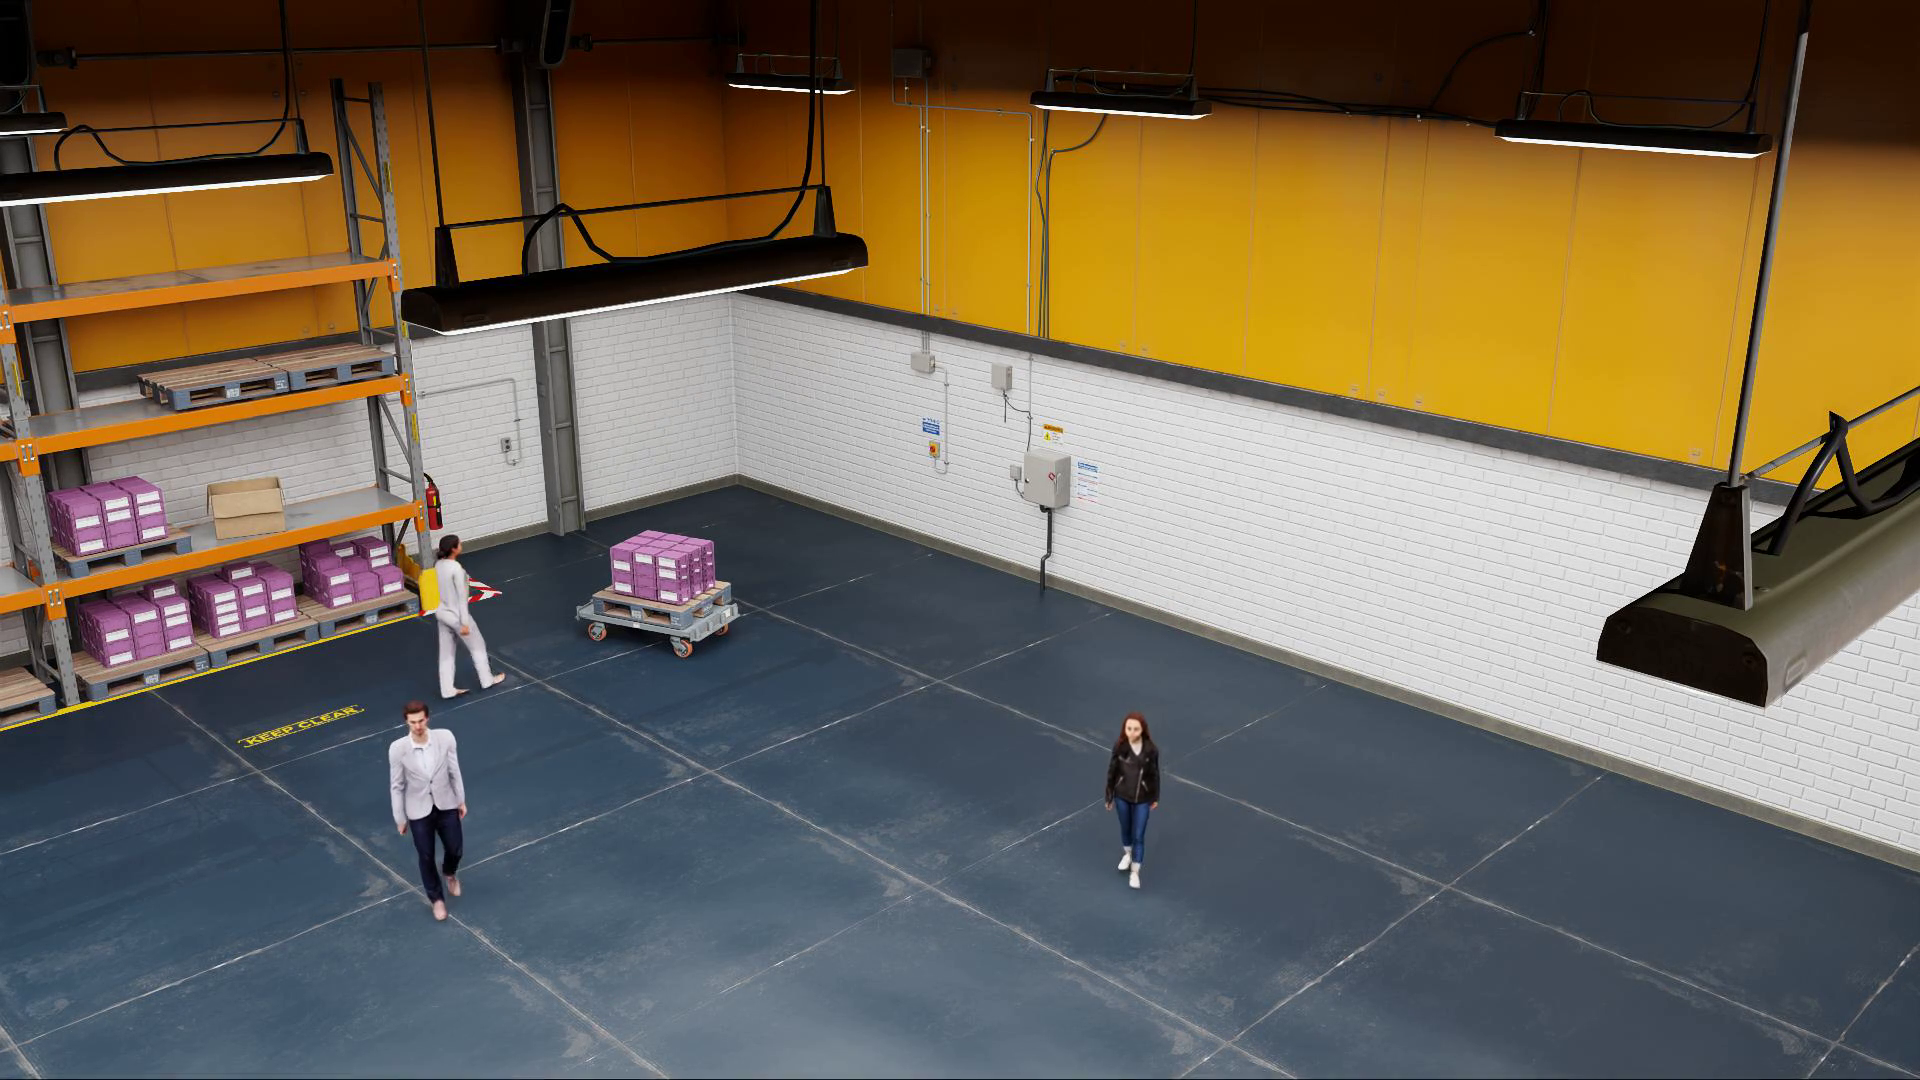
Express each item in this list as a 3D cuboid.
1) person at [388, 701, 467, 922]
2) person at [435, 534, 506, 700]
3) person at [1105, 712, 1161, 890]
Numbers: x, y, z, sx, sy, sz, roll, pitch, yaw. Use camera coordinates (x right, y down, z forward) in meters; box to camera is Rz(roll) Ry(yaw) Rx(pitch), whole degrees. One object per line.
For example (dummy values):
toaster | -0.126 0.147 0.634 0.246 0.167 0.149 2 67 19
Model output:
person | -4.154 2.058 13.044 0.798 1.834 0.891 -8 20 -23
person | -5.219 0.810 16.944 0.704 1.711 0.926 15 24 38
person | 1.428 2.061 13.627 0.827 1.457 0.964 5 19 14
